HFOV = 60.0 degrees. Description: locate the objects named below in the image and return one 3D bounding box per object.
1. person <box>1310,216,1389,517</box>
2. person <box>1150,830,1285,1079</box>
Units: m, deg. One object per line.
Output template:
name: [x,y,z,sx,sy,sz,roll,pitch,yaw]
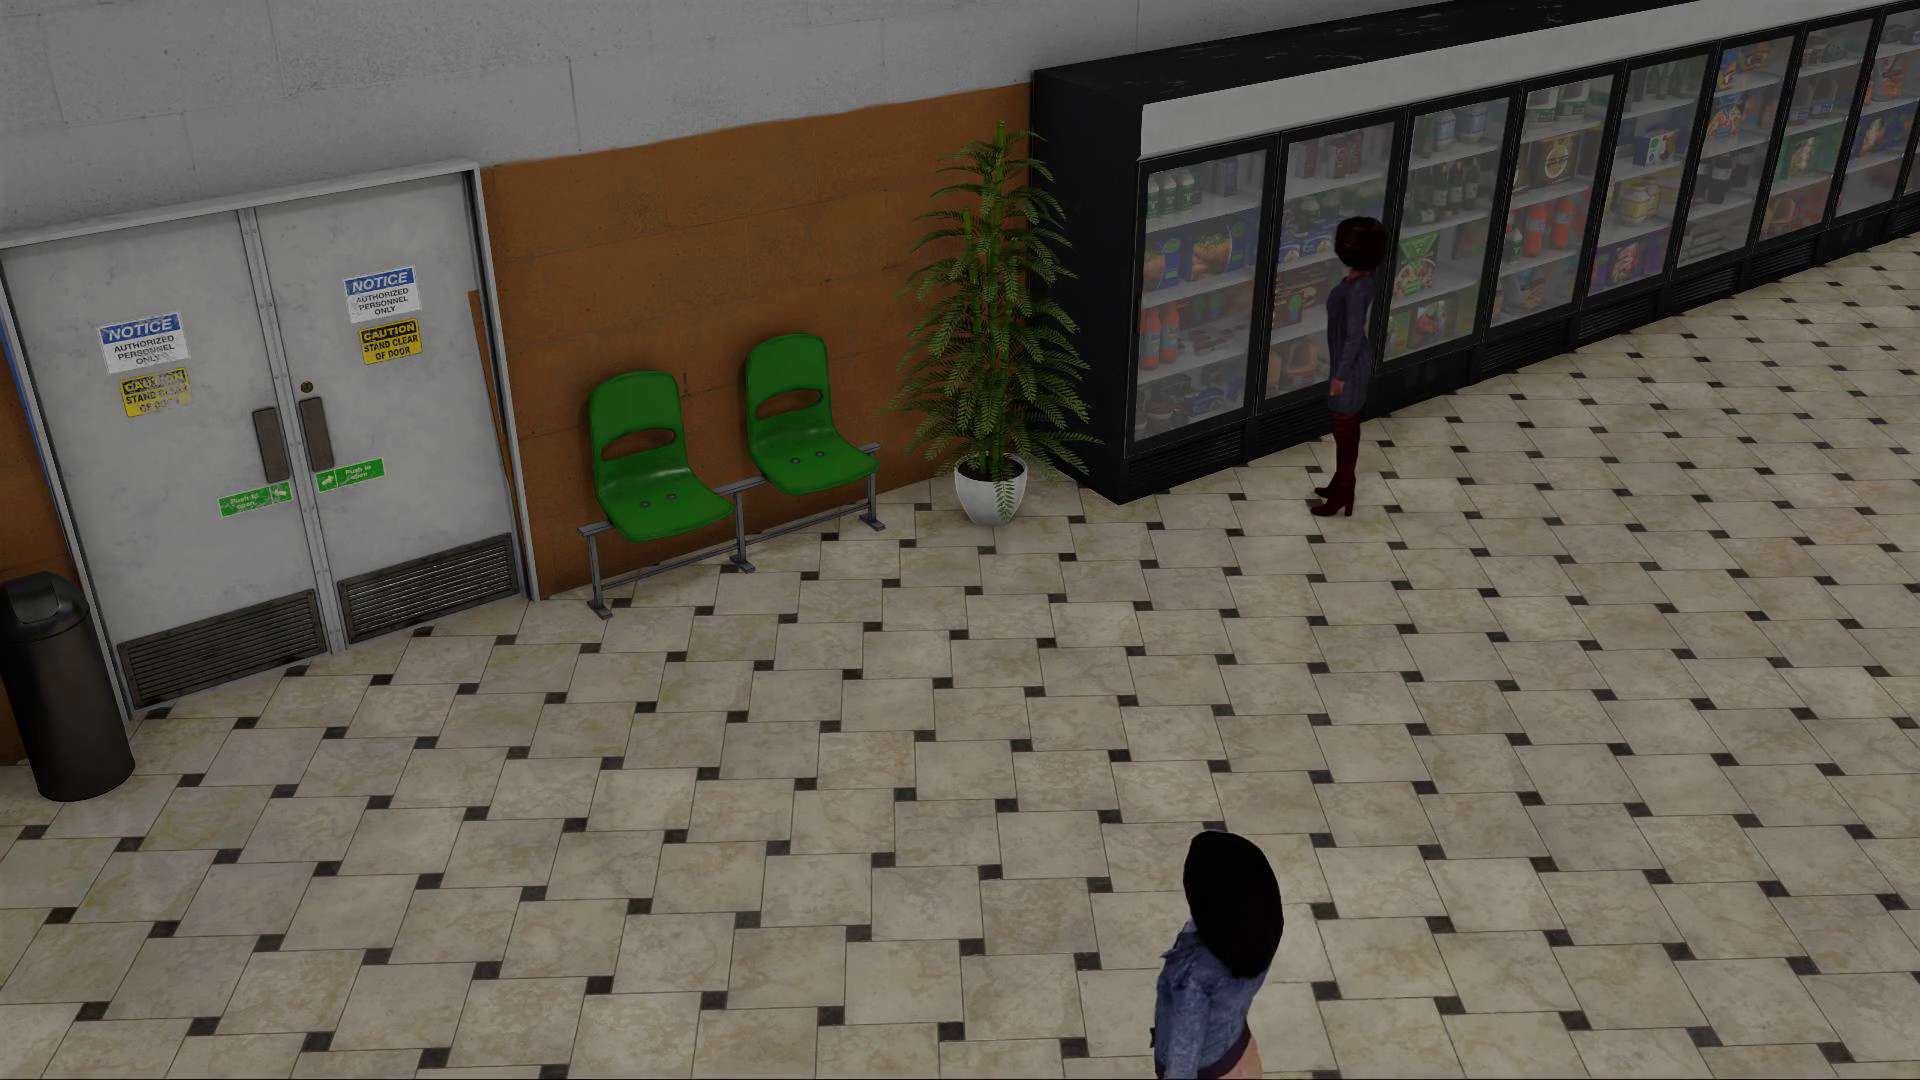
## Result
person: [2.142,-0.942,9.123,0.681,1.710,0.659,10,30,18]
person: [0.731,1.557,4.492,0.659,1.762,0.663,24,37,37]
